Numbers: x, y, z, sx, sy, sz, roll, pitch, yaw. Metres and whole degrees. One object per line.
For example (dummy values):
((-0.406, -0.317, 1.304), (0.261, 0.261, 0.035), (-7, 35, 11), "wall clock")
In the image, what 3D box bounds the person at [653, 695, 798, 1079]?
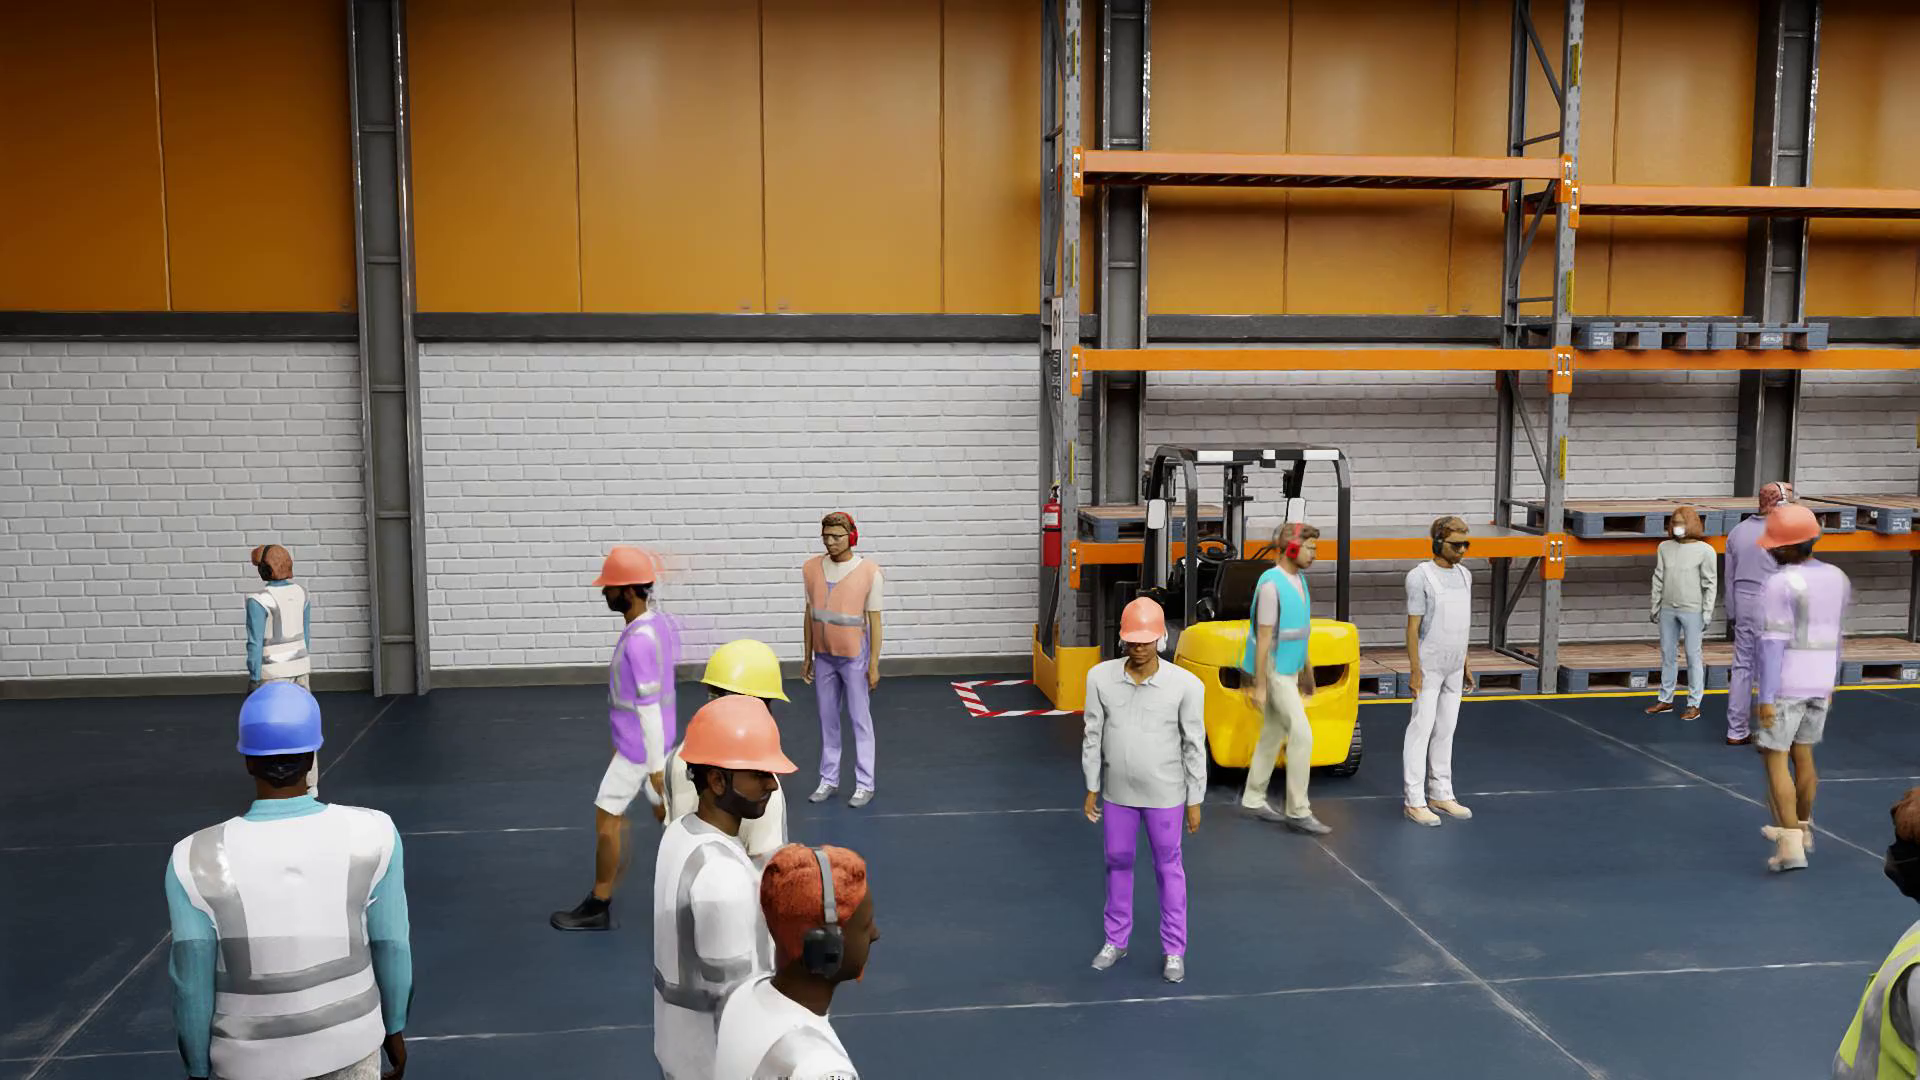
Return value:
((-0.610, 1.360, 4.371), (0.367, 1.932, 0.551), (-3, 7, -23), "person")

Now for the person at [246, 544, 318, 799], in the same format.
((-4.193, 0.837, 10.279), (0.321, 1.628, 0.508), (2, 7, 16), "person")

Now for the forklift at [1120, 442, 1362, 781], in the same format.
((1.912, 0.418, 11.496), (1.214, 2.155, 2.313), (-1, 7, -8), "forklift")

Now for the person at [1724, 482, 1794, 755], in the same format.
((5.674, 0.541, 11.672), (0.402, 1.906, 0.652), (-2, 7, -17), "person")

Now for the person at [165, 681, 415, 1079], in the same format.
((-1.775, 1.344, 4.454), (0.605, 1.948, 0.385), (-4, 8, -30), "person")

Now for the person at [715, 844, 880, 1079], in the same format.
((-0.294, 1.520, 3.266), (0.419, 1.872, 0.593), (-2, 7, -16), "person")

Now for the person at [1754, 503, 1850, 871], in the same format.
((4.600, 0.792, 9.099), (0.711, 2.005, 0.688), (-3, 7, -24), "person")

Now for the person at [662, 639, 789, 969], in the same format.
((-0.701, 1.267, 5.259), (0.378, 1.918, 0.585), (-6, 9, -41), "person")

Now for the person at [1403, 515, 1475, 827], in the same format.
((2.872, 0.770, 9.937), (0.505, 1.844, 0.346), (-4, 8, -33), "person")

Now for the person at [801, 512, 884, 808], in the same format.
((-0.719, 0.731, 10.327), (0.560, 1.837, 0.389), (4, 8, 30), "person")

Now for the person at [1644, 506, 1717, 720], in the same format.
((5.526, 0.554, 12.739), (0.270, 1.631, 0.509), (-4, 8, -33), "person")

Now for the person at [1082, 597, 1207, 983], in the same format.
((0.814, 1.110, 7.440), (0.577, 1.739, 0.392), (3, 7, 26), "person")

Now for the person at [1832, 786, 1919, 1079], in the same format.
((2.241, 1.468, 3.831), (0.429, 1.841, 0.633), (6, 9, 40), "person")

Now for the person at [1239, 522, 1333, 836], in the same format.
((1.974, 0.804, 9.732), (0.746, 1.810, 0.604), (4, 7, 29), "person")

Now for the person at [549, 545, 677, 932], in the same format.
((-1.477, 0.962, 8.038), (0.961, 1.909, 0.542), (0, 7, 1), "person")
